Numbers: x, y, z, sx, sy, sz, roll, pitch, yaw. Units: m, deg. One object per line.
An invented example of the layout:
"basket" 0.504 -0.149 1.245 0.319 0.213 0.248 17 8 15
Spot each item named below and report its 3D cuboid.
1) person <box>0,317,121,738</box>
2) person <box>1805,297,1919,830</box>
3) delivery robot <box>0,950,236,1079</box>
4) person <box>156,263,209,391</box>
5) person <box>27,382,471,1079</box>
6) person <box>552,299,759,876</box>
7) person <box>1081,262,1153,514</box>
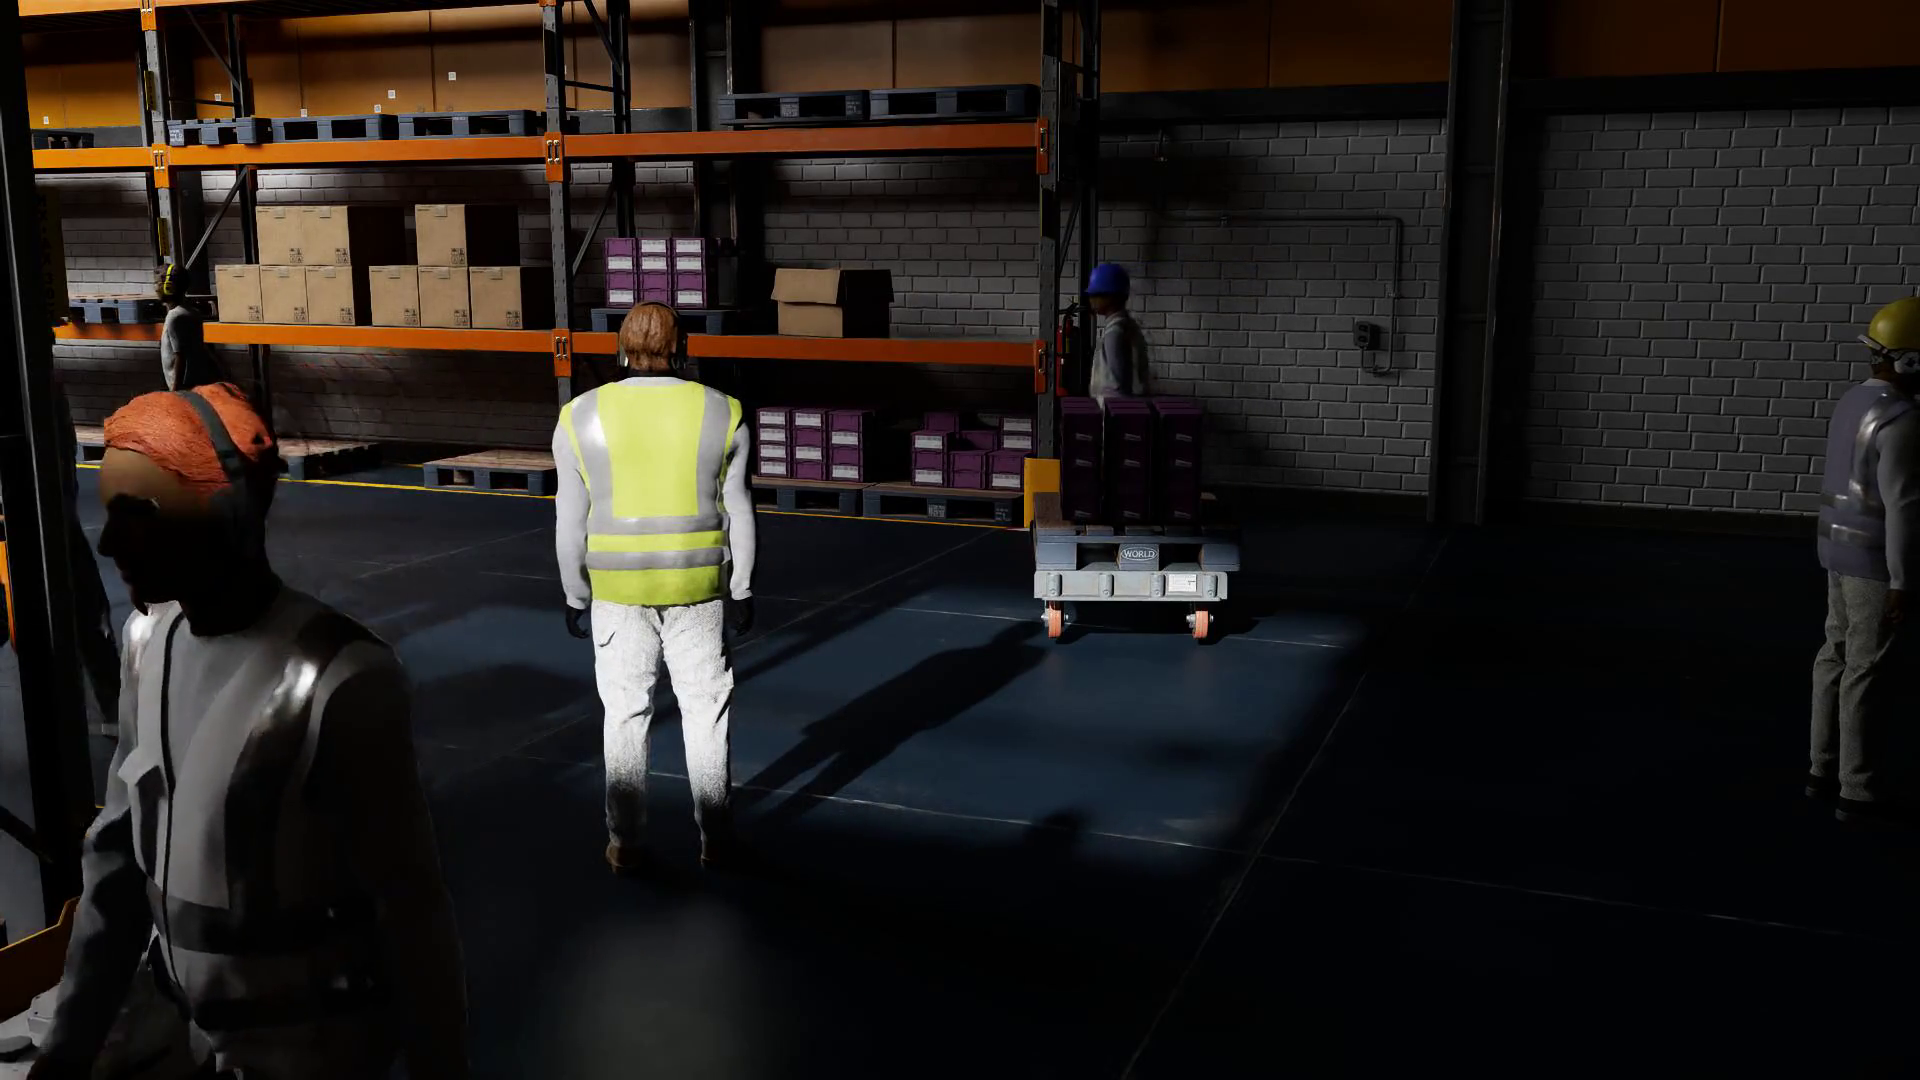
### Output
"person" -3.751 -0.096 6.652 0.977 1.889 0.600 1 10 4
"person" 3.230 0.073 5.831 0.404 1.834 0.592 2 10 10
"delivery robot" -1.790 1.074 3.555 0.477 0.478 0.707 4 11 20
"person" -5.521 -1.021 11.818 0.328 1.873 0.520 -1 10 -7
"person" -1.001 0.706 2.298 0.564 1.828 0.961 9 14 42
"person" -0.959 0.159 5.326 0.635 1.842 0.429 -2 10 -10
"person" 1.042 -0.709 10.004 0.929 1.911 0.617 3 11 15
